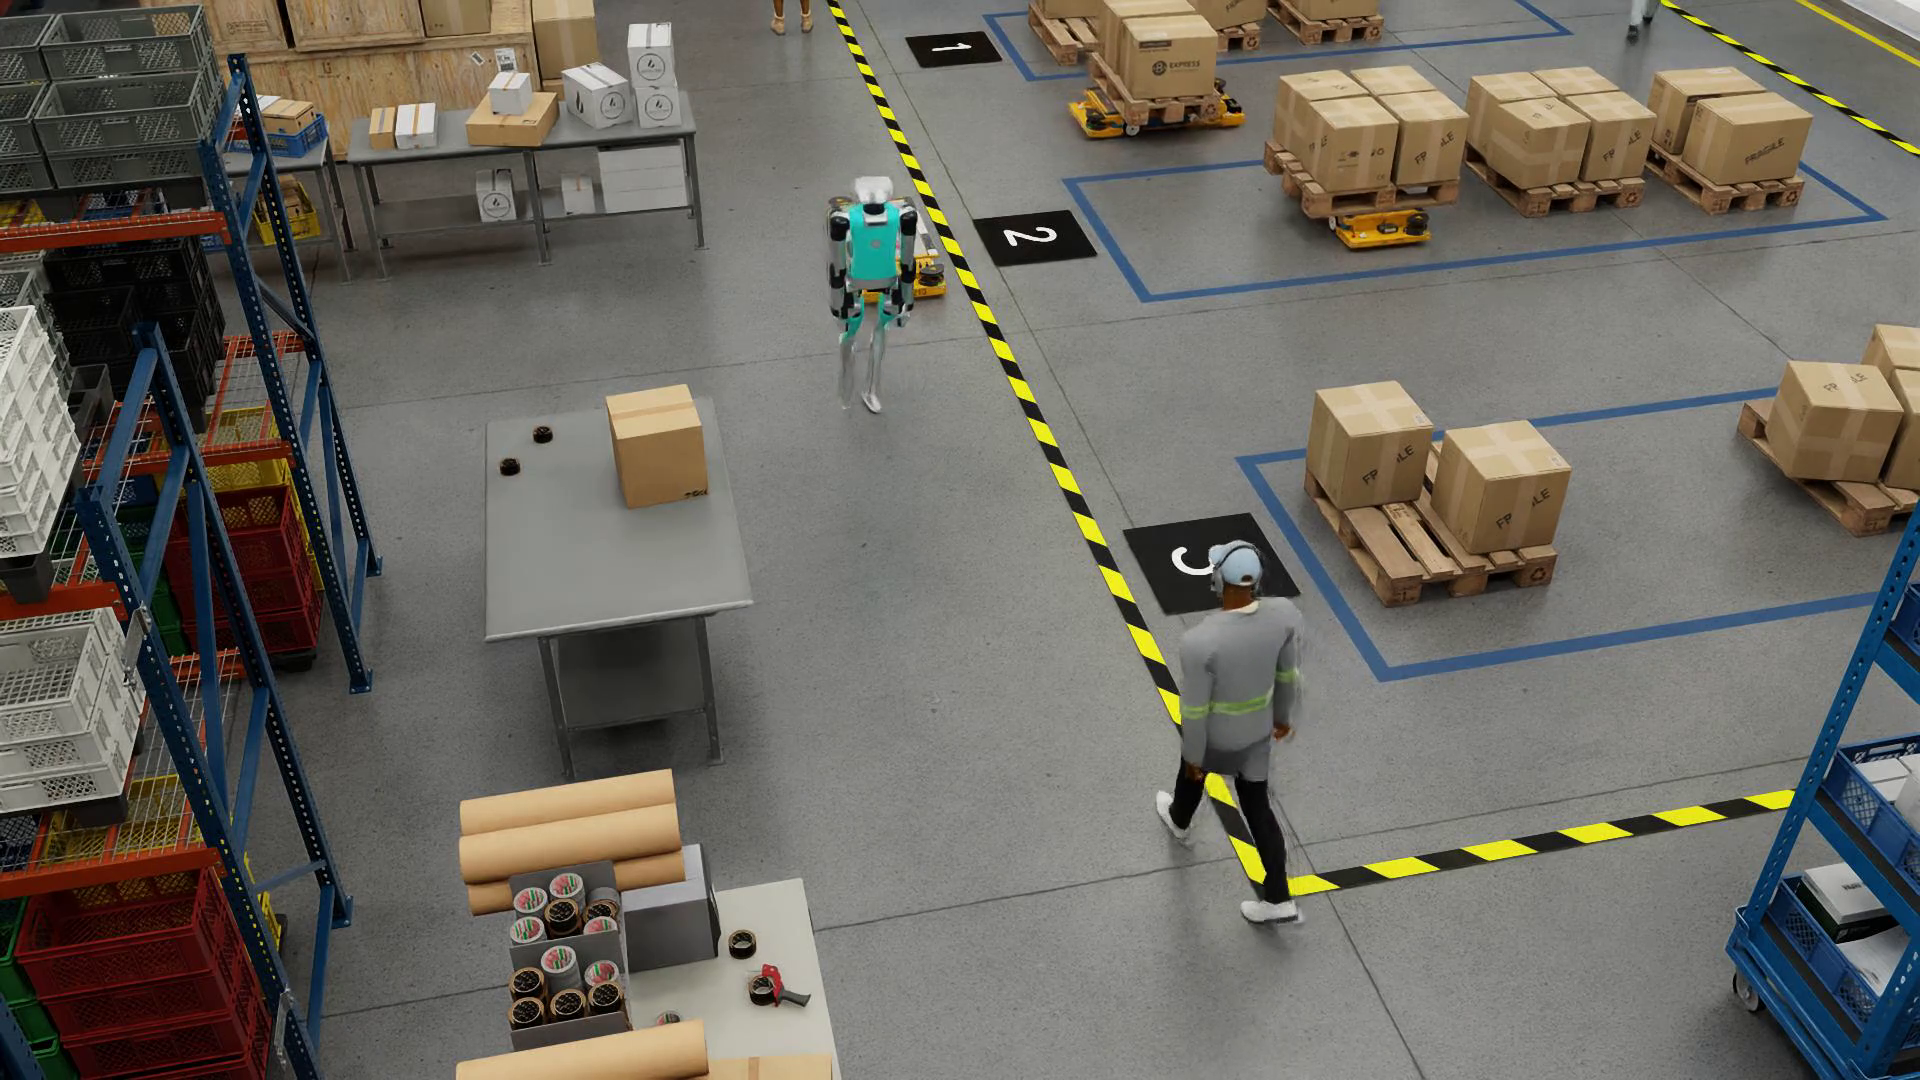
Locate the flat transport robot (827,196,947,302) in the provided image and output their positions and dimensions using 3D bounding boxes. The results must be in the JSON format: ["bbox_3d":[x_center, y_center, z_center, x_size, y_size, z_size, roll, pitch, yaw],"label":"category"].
[{"bbox_3d":[-0.570,-2.220,12.538,0.659,0.231,1.431,-8,37,-10],"label":"flat transport robot"}]

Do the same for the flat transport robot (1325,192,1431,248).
[{"bbox_3d":[3.134,-2.740,13.213,0.652,0.197,1.431,-8,37,-10],"label":"flat transport robot"}]

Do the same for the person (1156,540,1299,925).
[{"bbox_3d":[1.213,0.822,7.172,0.597,1.801,0.978,-15,39,-19],"label":"person"}]

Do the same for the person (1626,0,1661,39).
[{"bbox_3d":[6.764,-5.764,16.030,0.571,1.788,0.870,13,38,16],"label":"person"}]

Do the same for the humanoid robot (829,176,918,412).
[{"bbox_3d":[-0.569,-1.523,10.409,0.536,1.810,0.816,-7,37,-9],"label":"humanoid robot"}]

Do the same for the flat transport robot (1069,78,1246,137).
[{"bbox_3d":[1.737,-3.825,14.671,1.431,0.197,0.652,-8,37,-10],"label":"flat transport robot"}]

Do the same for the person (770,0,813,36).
[{"bbox_3d":[-1.699,-5.897,16.001,0.604,2.035,0.389,-7,37,-10],"label":"person"}]
